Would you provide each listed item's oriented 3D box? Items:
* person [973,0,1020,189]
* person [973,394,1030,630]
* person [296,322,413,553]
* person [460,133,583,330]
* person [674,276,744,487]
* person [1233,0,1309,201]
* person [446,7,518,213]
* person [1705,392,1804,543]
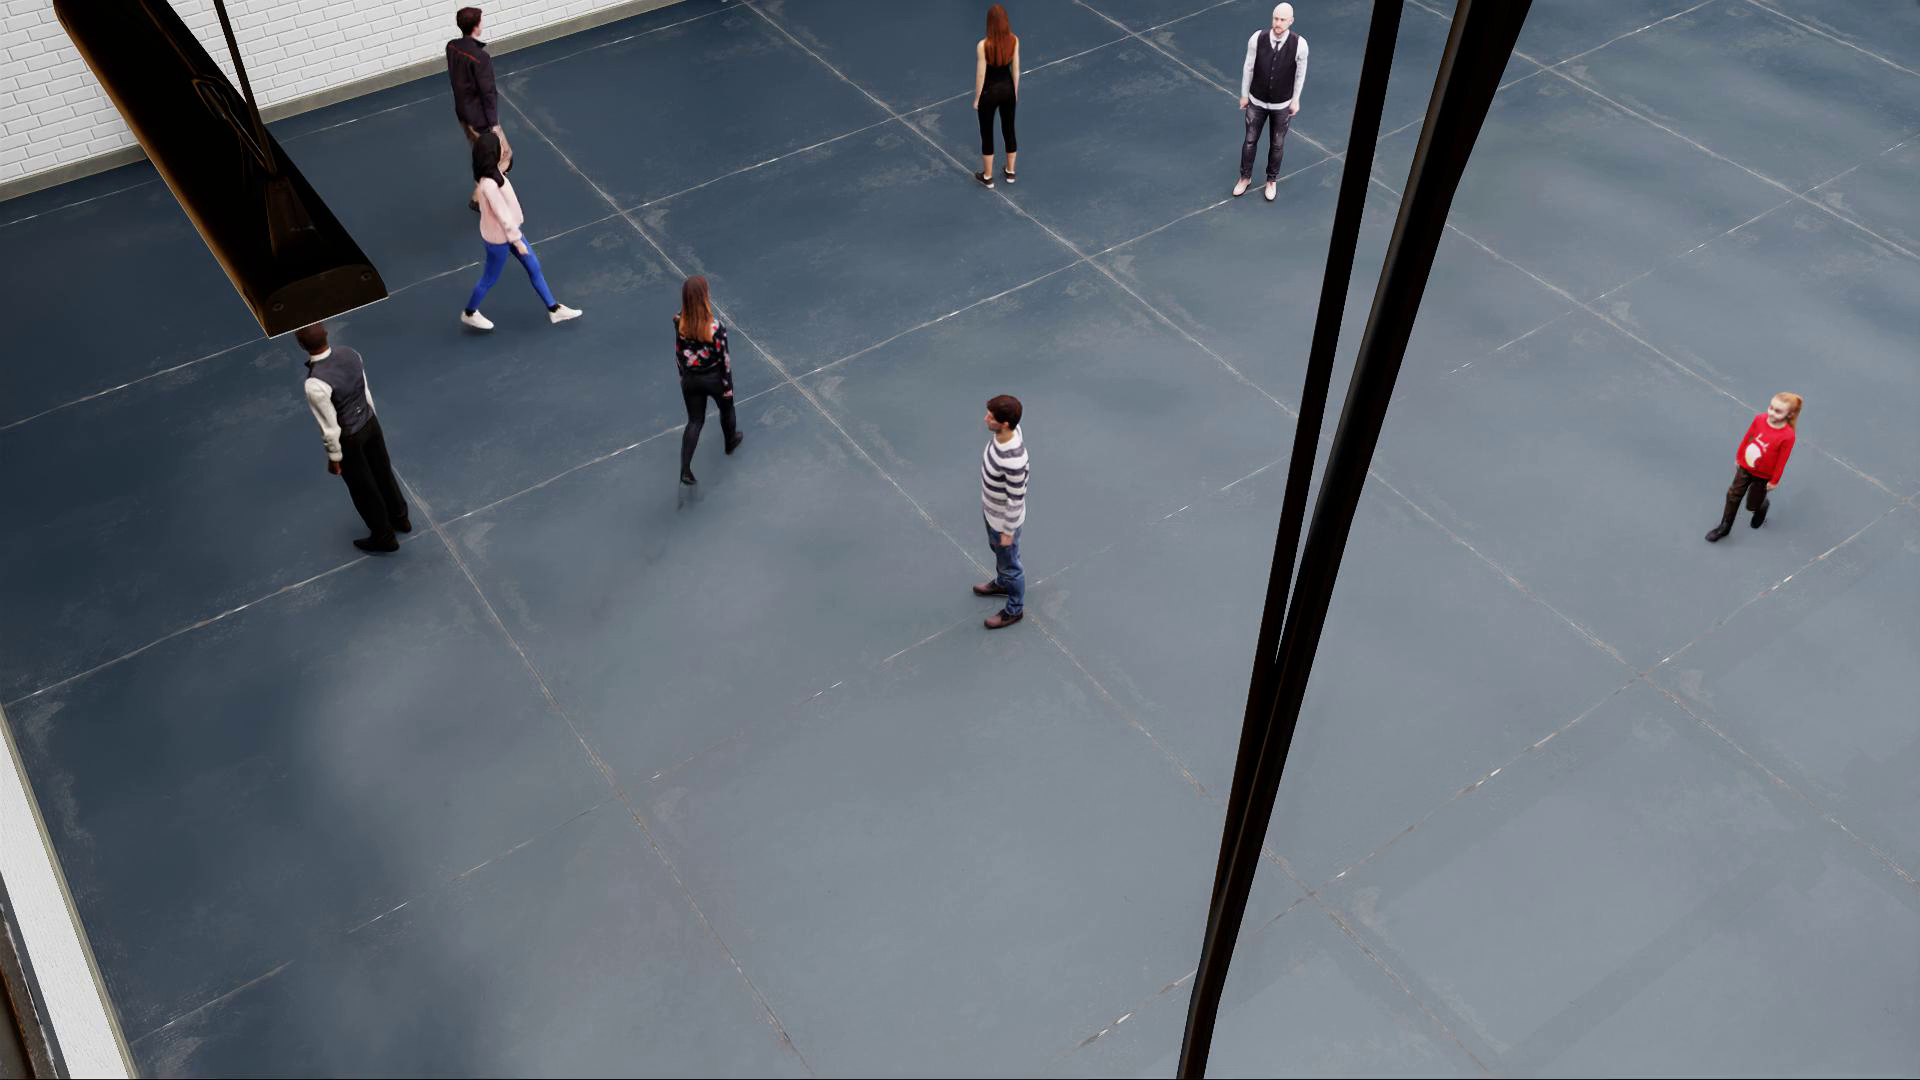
[{"bbox_3d":[0.331,-3.978,14.894,0.522,1.726,0.677,-15,46,-15],"label":"person"},{"bbox_3d":[0.294,-0.204,10.840,0.683,1.854,0.722,-7,44,-8],"label":"person"},{"bbox_3d":[-4.136,-0.712,11.327,0.838,1.917,0.739,13,45,13],"label":"person"},{"bbox_3d":[-3.736,-2.375,13.219,1.297,1.715,1.077,-2,44,-2],"label":"person"},{"bbox_3d":[-1.865,-1.107,11.931,0.982,1.656,1.114,12,45,12],"label":"person"},{"bbox_3d":[2.753,-3.884,14.725,0.779,1.823,0.809,11,45,12],"label":"person"},{"bbox_3d":[-4.252,-3.633,14.407,0.834,1.898,0.916,27,50,26],"label":"person"},{"bbox_3d":[5.591,-0.507,11.581,0.699,1.271,0.492,-25,49,-24],"label":"person"}]
